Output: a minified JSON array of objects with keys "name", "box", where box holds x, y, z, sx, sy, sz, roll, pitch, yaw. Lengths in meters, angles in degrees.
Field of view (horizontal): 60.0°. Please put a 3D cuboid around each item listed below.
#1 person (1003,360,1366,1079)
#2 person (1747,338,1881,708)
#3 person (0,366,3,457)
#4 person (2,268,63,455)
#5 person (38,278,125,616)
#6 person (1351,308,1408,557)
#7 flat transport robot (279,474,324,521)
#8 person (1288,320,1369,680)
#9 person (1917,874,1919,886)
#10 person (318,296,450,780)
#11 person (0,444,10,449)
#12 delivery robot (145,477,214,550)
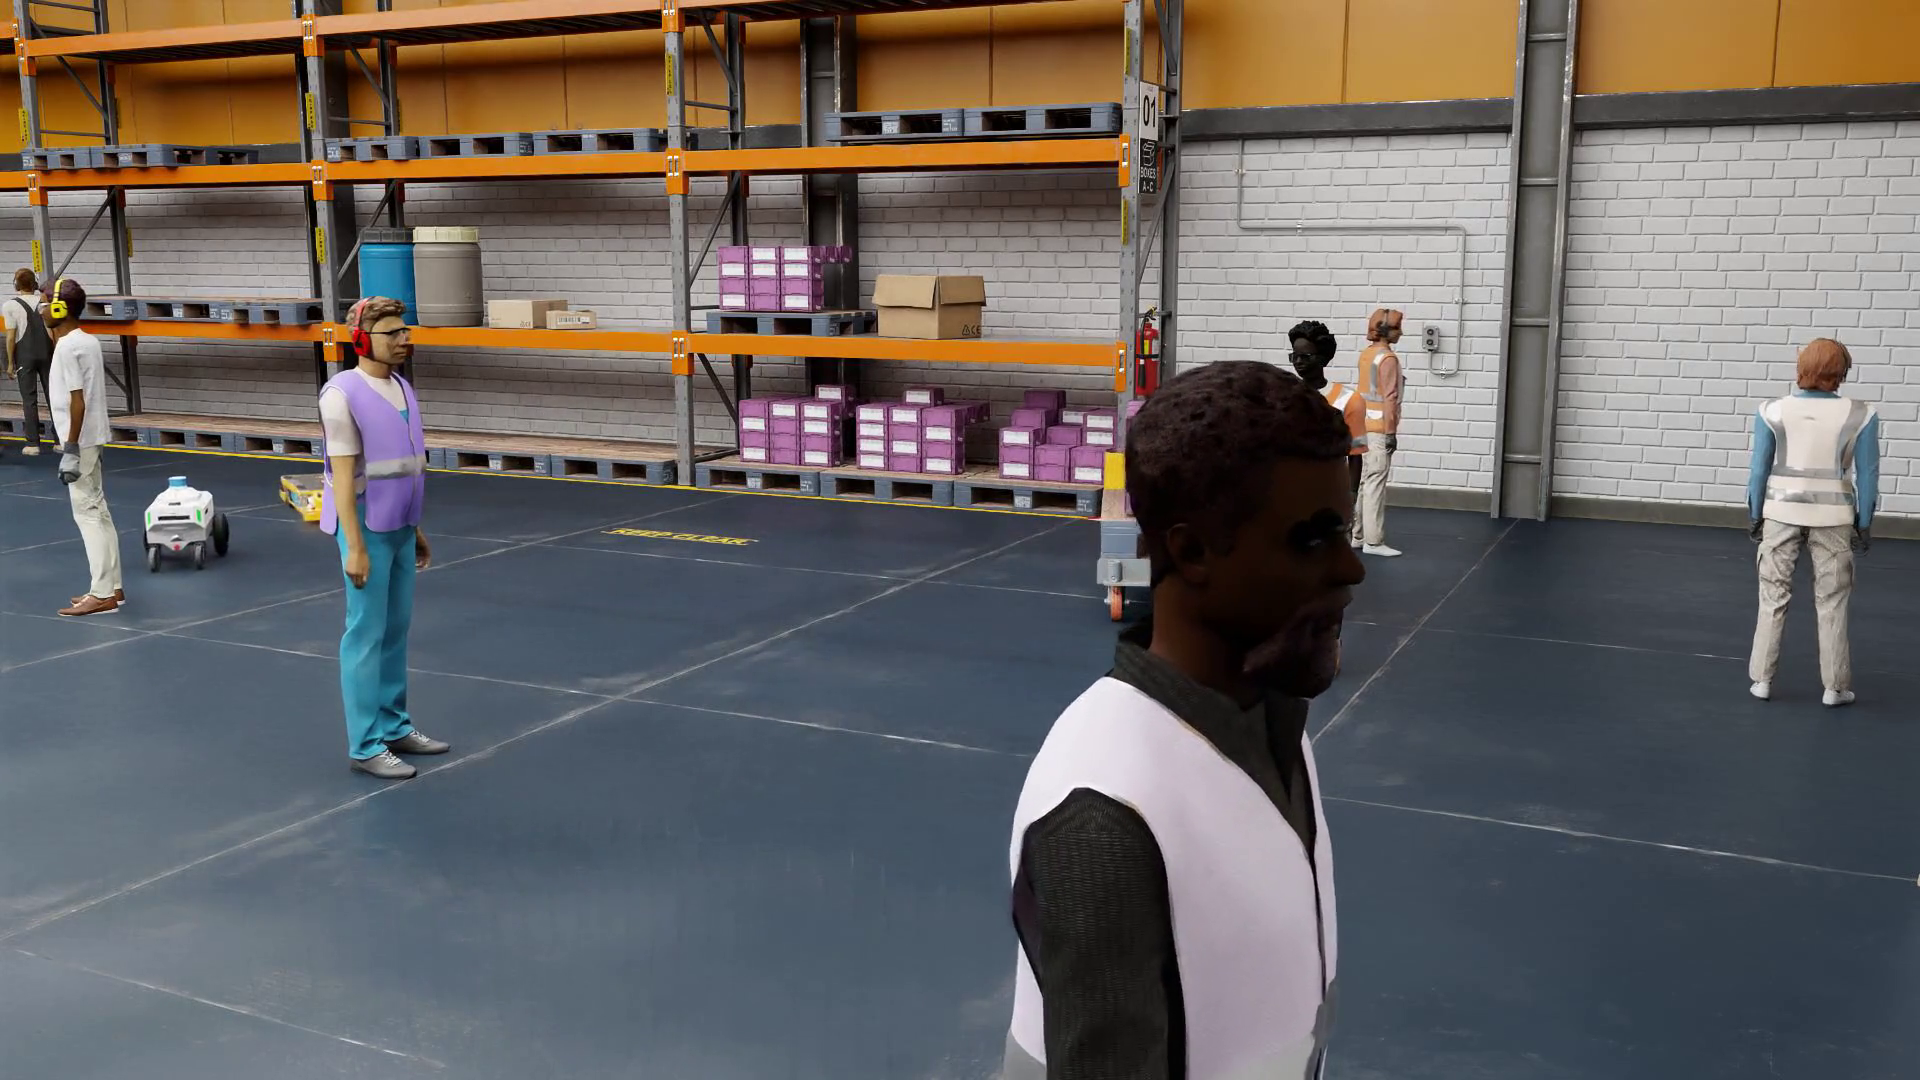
[{"name":"person","box":[0.215,0.768,1.766,0.372,1.916,0.596,4,11,20]},{"name":"person","box":[3.783,-0.070,7.399,0.526,1.633,0.337,6,12,32]},{"name":"person","box":[-9.419,-1.672,15.699,0.568,1.926,0.682,8,13,40]},{"name":"person","box":[-9.146,-1.758,16.445,0.507,1.842,0.339,-10,14,-44]},{"name":"person","box":[-4.897,-0.512,9.236,0.312,1.869,0.536,-2,10,-14]},{"name":"person","box":[2.775,-0.714,11.057,0.314,1.636,0.517,-1,10,-6]},{"name":"flat transport robot","box":[-4.845,-0.358,12.926,0.652,0.197,1.431,-6,11,-29]},{"name":"person","box":[1.641,-0.183,7.846,0.540,1.695,0.317,7,12,35]},{"name":"person","box":[3.184,0.242,5.018,0.429,1.837,0.621,1,10,8]},{"name":"person","box":[-2.259,-0.016,6.458,0.389,1.847,0.563,1,10,7]},{"name":"person","box":[-9.957,-1.866,16.879,0.402,1.906,0.652,-9,14,-43]},{"name":"delivery robot","box":[-5.036,-0.166,10.743,0.477,0.478,0.707,-3,10,-19]}]
